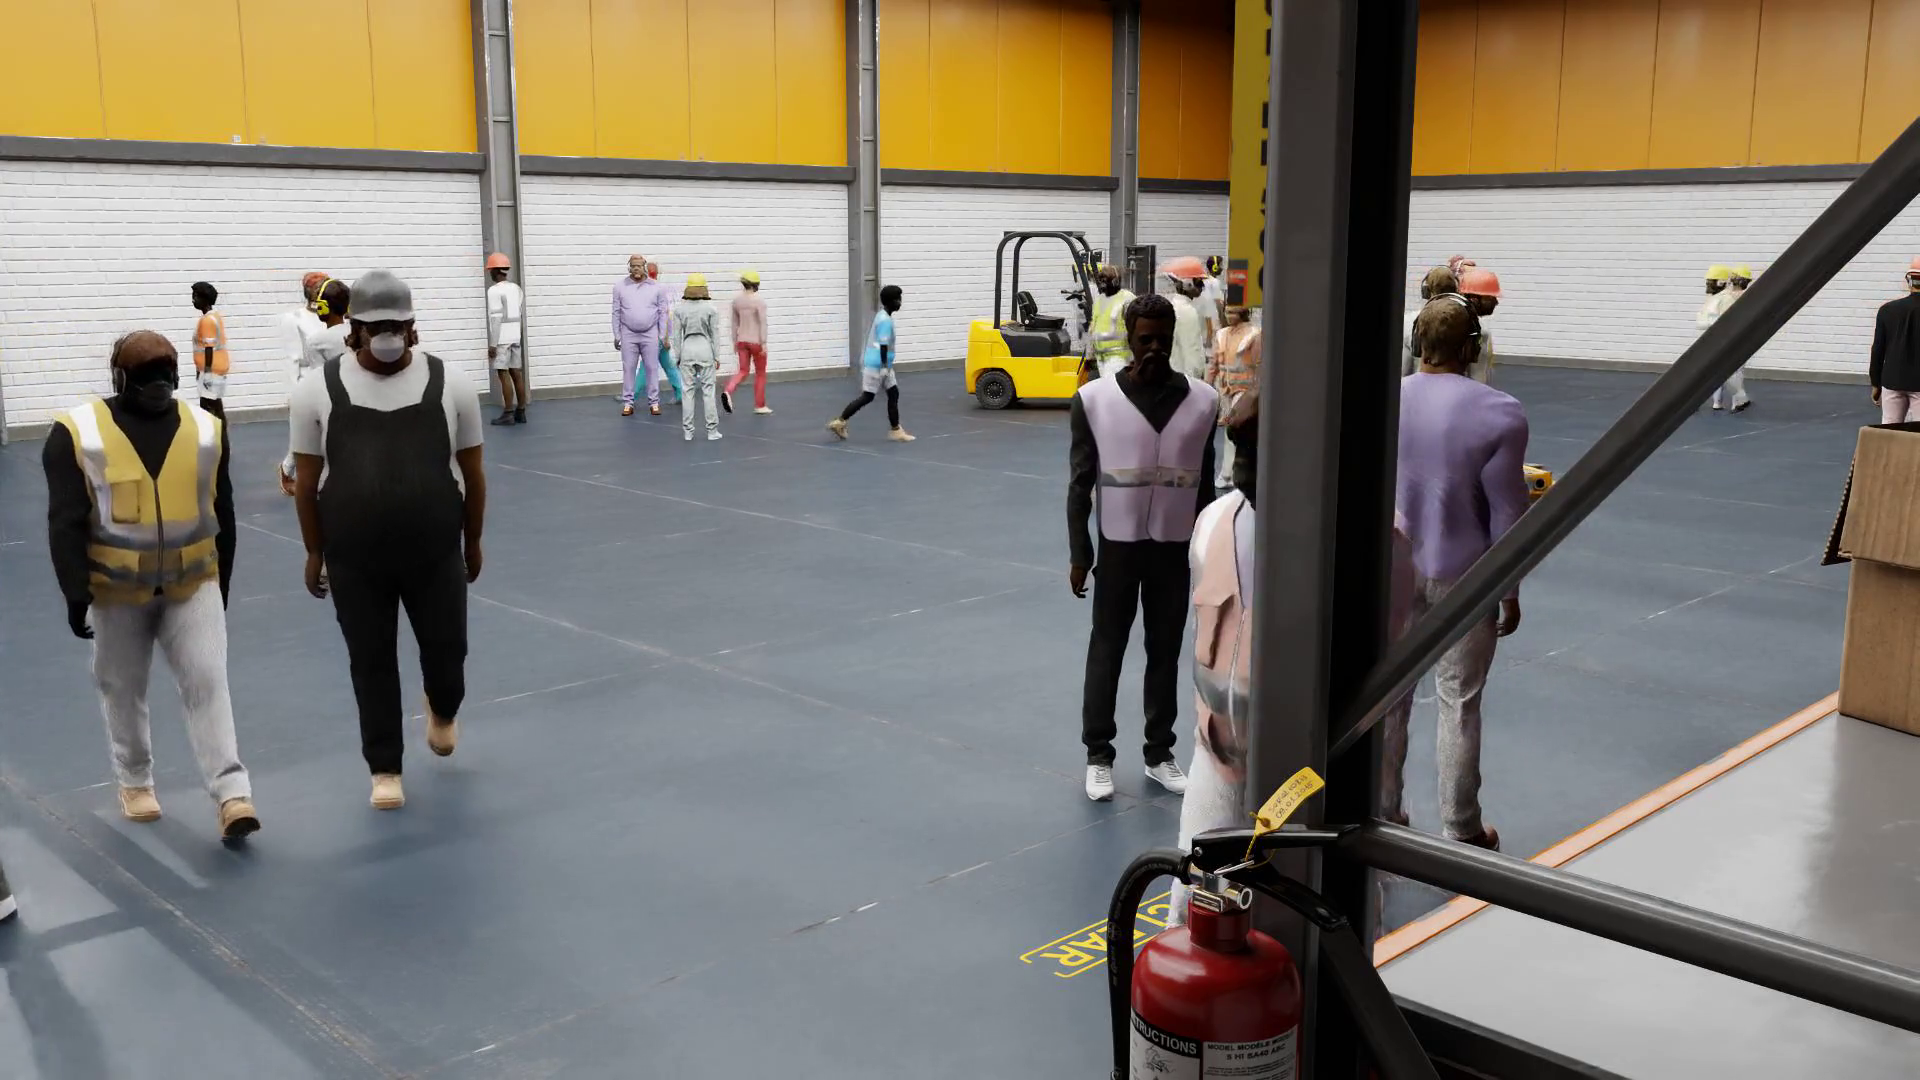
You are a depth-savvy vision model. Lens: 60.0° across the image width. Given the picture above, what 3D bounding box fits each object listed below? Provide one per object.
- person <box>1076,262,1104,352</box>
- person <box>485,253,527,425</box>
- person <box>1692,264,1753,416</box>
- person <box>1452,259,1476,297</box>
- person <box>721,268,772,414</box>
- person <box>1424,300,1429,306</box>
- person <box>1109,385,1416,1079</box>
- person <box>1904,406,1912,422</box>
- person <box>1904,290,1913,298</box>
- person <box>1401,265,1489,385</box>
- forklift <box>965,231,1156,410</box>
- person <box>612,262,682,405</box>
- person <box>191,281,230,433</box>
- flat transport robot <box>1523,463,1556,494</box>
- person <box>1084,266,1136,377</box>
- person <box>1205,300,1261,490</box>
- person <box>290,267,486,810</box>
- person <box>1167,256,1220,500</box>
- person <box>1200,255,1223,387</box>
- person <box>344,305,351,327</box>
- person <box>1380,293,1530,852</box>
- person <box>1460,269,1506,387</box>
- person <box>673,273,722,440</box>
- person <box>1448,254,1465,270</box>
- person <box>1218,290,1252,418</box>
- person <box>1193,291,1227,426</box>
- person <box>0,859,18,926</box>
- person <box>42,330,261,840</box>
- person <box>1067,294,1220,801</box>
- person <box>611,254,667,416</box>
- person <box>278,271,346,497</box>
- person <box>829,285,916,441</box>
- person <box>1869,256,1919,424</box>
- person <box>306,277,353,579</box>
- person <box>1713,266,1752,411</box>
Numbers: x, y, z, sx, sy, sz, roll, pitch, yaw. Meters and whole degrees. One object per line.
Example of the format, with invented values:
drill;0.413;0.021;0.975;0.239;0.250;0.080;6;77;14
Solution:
person;1.852;-2.791;21.996;0.778;1.801;0.629;-2;11;-12
person;-5.146;-2.256;18.729;0.373;1.934;0.551;3;11;18
person;8.968;-2.348;19.638;0.878;1.802;0.603;1;10;5
person;4.698;-1.677;15.655;0.402;1.906;0.652;8;13;37
person;-2.526;-2.342;19.724;0.528;1.748;0.678;7;12;32
person;3.907;-1.190;13.733;0.507;1.636;0.275;-10;14;-44
person;0.713;0.533;3.911;0.954;1.791;0.624;-10;14;-44
person;8.746;-1.547;14.904;1.066;1.935;0.619;-7;12;-32
person;12.362;-2.585;21.434;0.783;1.606;0.527;-6;12;-28
person;3.132;-0.823;10.949;0.640;1.940;0.404;0;10;1
forklift;1.222;-2.721;20.561;2.313;2.155;1.214;2;11;13
person;-3.867;-2.551;20.727;0.994;1.790;0.595;-4;11;-20
person;-7.190;-1.623;15.948;0.340;1.696;0.567;-3;11;-14
flat transport robot;4.203;-0.485;13.616;1.431;0.197;0.652;-2;11;-10
person;1.457;-1.840;16.764;0.680;1.819;0.664;-6;12;-31
person;2.249;-1.226;13.977;0.727;1.607;0.539;-6;12;-31
person;-2.146;-0.028;6.296;0.692;2.000;0.641;-4;11;-19
person;1.673;-1.216;12.956;0.748;1.978;0.625;0;10;-2
person;3.568;-3.059;23.329;0.394;1.856;0.523;-1;10;-7
person;-5.504;-1.479;15.372;0.565;1.618;0.504;-5;12;-27
person;1.616;0.137;5.675;0.627;1.940;0.372;7;13;35
person;3.509;-0.955;11.730;0.878;1.909;0.547;7;13;34
person;-2.742;-1.913;17.394;0.489;1.741;0.321;1;10;3
person;6.676;-2.882;22.333;0.659;1.874;0.855;5;12;26
person;3.096;-2.222;18.909;0.581;1.818;0.516;-5;12;-25
person;2.676;-2.136;18.453;0.995;1.801;0.644;-5;11;-25
person;-3.206;0.349;4.693;0.591;1.877;0.982;4;11;21
person;-2.821;0.177;5.844;0.633;1.797;0.920;-8;13;-36
person;0.692;0.027;6.335;0.597;1.915;0.371;-2;11;-13
person;-3.803;-2.426;19.741;0.649;1.907;0.409;-2;11;-10
person;-5.099;-1.189;13.133;0.756;1.860;0.584;7;13;35
person;-0.923;-1.811;17.137;0.852;1.643;0.534;0;10;2
person;7.310;-1.187;12.743;0.392;1.992;0.623;-8;13;-36
person;-3.852;-0.688;10.352;0.328;1.875;0.513;5;11;24
person;9.433;-2.443;20.238;0.327;1.760;0.523;-7;12;-32
